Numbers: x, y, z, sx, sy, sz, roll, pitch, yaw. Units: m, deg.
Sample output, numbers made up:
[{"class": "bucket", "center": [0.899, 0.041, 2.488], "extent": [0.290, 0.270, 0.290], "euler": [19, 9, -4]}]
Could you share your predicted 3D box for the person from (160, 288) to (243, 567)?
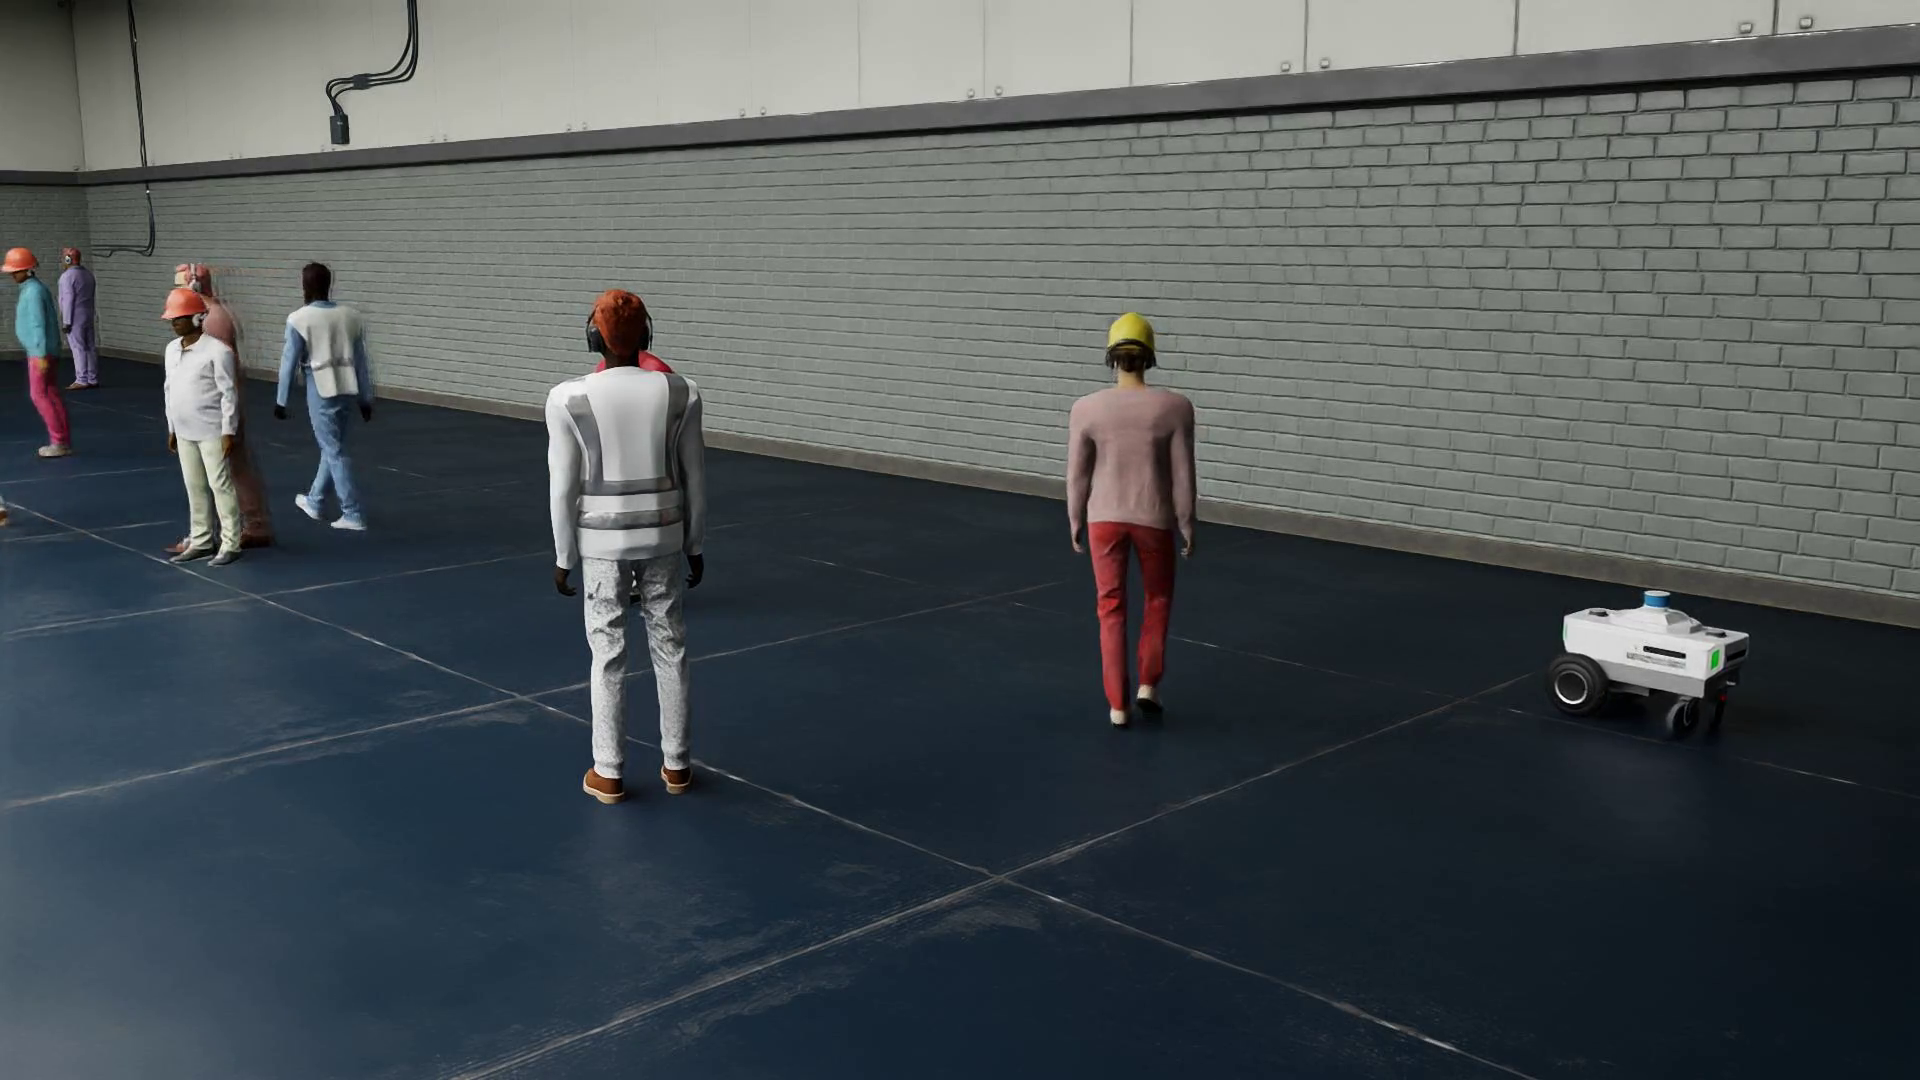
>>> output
[{"class": "person", "center": [-4.797, -0.702, 10.464], "extent": [0.573, 1.746, 0.346], "euler": [5, 12, 25]}]

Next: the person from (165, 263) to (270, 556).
[{"class": "person", "center": [-4.932, -0.839, 10.828], "extent": [0.773, 1.886, 0.693], "euler": [-5, 12, -25]}]

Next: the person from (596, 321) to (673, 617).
[{"class": "person", "center": [-1.805, -0.448, 9.108], "extent": [0.565, 1.742, 0.353], "euler": [8, 13, 36]}]

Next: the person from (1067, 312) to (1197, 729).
[{"class": "person", "center": [0.725, -0.080, 7.044], "extent": [0.553, 1.749, 0.407], "euler": [1, 10, 8]}]

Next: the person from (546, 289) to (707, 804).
[{"class": "person", "center": [-1.212, 0.029, 6.112], "extent": [0.575, 1.884, 0.355], "euler": [-4, 11, -23]}]

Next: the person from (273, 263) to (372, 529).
[{"class": "person", "center": [-4.585, -1.019, 11.873], "extent": [0.912, 1.878, 0.597], "euler": [6, 12, 28]}]

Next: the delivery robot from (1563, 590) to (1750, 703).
[{"class": "delivery robot", "center": [2.976, 0.460, 7.132], "extent": [0.477, 0.478, 0.707], "euler": [-10, 14, -42]}]

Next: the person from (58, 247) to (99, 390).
[{"class": "person", "center": [-11.953, -2.991, 22.506], "extent": [0.409, 1.913, 0.642], "euler": [0, 10, 2]}]

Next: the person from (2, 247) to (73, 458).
[{"class": "person", "center": [-8.661, -1.752, 15.617], "extent": [0.437, 1.965, 0.651], "euler": [-6, 12, -28]}]

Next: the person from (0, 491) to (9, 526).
[{"class": "person", "center": [-7.050, -0.988, 11.682], "extent": [0.347, 1.885, 0.586], "euler": [-1, 10, -7]}]
